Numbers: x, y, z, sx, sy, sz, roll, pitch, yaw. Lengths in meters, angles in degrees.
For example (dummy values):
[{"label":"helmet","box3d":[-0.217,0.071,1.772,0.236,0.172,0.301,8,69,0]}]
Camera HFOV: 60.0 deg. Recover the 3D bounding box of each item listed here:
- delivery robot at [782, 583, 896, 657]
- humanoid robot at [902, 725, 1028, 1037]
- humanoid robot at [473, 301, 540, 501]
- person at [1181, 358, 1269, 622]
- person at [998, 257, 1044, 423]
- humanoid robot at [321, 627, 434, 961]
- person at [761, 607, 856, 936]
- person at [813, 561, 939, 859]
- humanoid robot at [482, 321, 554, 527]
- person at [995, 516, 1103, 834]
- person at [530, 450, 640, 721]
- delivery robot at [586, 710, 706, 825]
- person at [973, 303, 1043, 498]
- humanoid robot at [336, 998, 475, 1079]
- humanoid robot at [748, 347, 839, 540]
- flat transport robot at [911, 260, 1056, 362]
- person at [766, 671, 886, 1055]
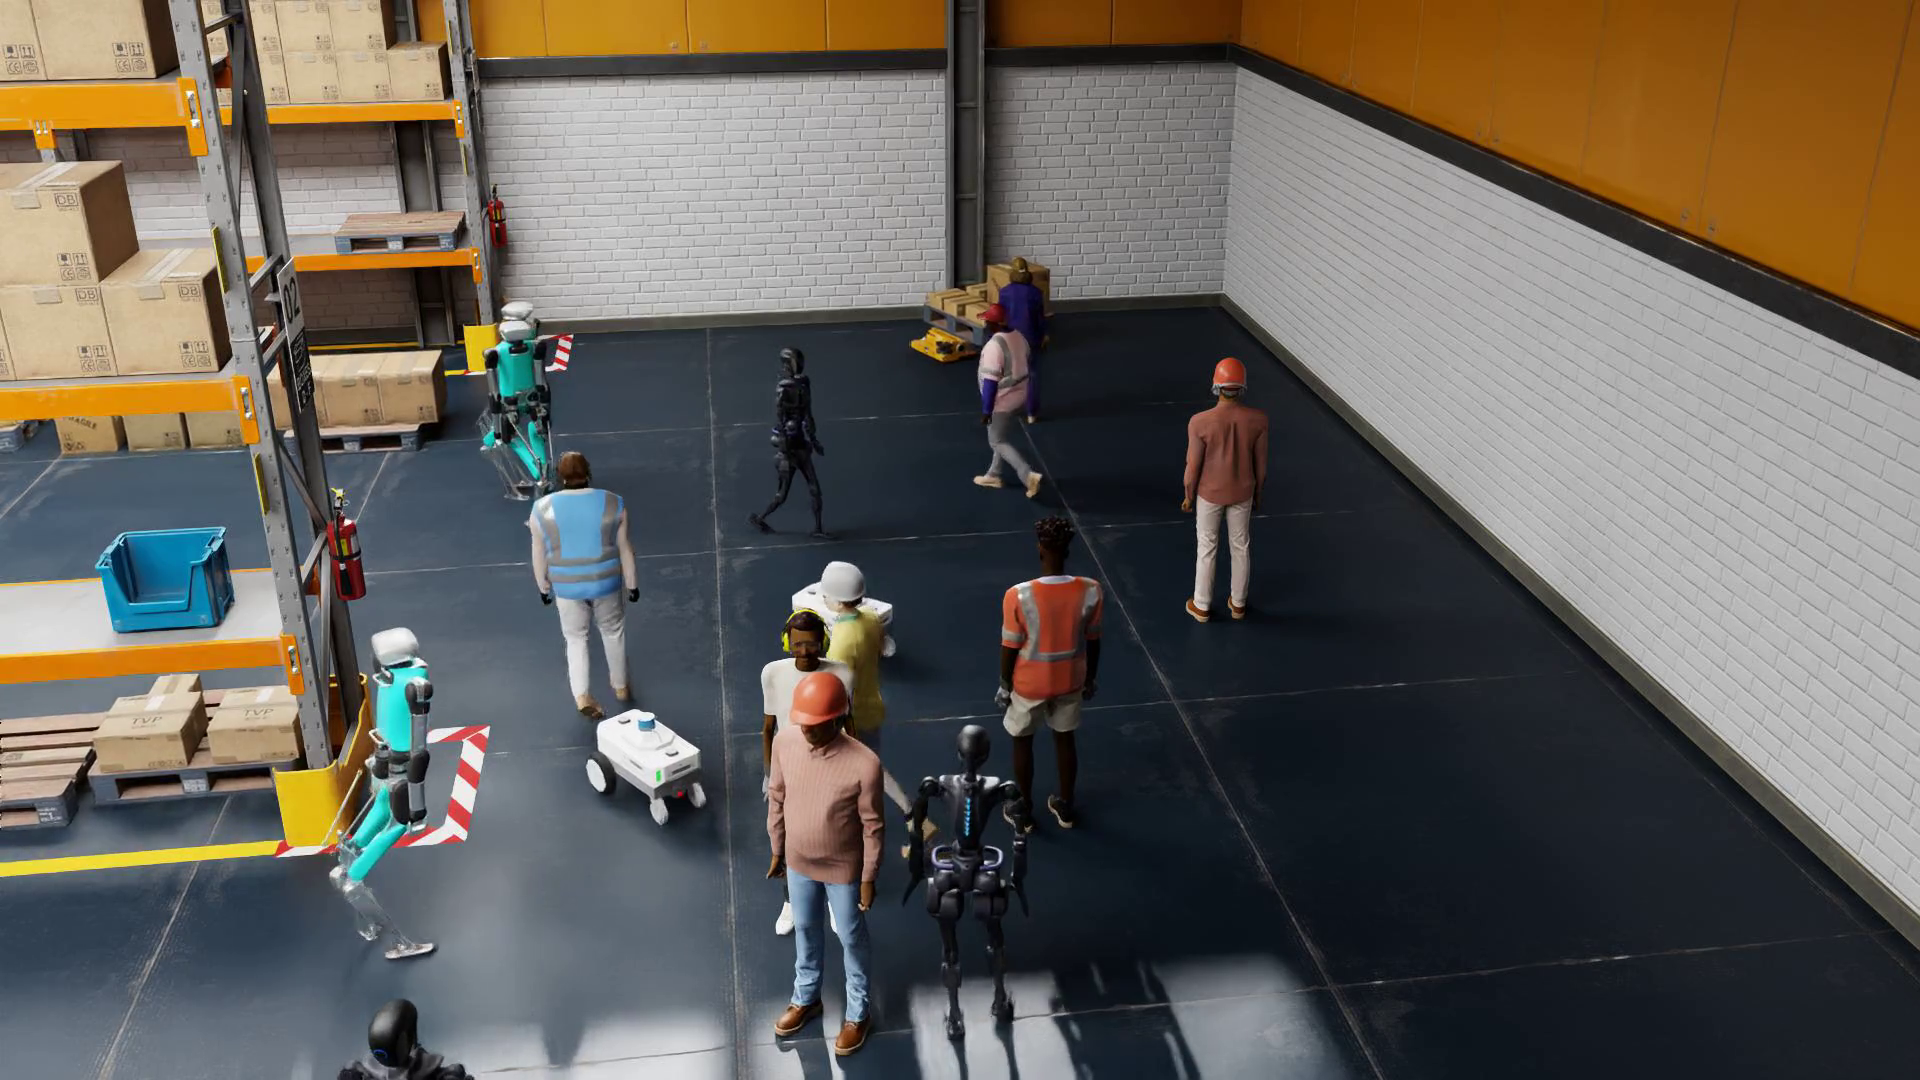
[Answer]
[{"label":"delivery robot","box3d":[-0.845,0.574,11.755,0.816,0.612,0.499,15,28,30]},{"label":"humanoid robot","box3d":[0.024,1.611,7.977,0.611,1.652,0.389,0,24,1]},{"label":"humanoid robot","box3d":[-3.904,-1.195,14.235,0.692,1.743,0.531,4,24,9]},{"label":"person","box3d":[1.910,-0.354,12.058,0.610,1.995,0.376,-3,24,-7]},{"label":"person","box3d":[0.570,-1.945,16.157,0.484,1.607,0.412,0,24,1]},{"label":"humanoid robot","box3d":[-3.017,1.353,8.493,0.782,1.770,0.538,-18,30,-36]},{"label":"person","box3d":[-0.778,1.215,8.652,0.509,1.862,0.329,-1,24,-2]},{"label":"person","box3d":[-0.539,0.971,9.202,0.798,1.868,0.484,11,26,23]},{"label":"humanoid robot","box3d":[-3.496,-0.875,13.582,0.541,1.799,0.763,-19,30,-36]},{"label":"person","box3d":[0.508,0.788,9.512,0.628,1.949,0.382,-8,25,-18]},{"label":"person","box3d":[-2.414,0.315,10.771,0.666,1.810,0.715,-5,24,-11]},{"label":"delivery robot","box3d":[-1.885,1.323,10.042,0.499,0.606,0.805,-21,31,-39]},{"label":"person","box3d":[0.436,-1.191,14.305,0.718,1.722,0.657,14,27,29]},{"label":"humanoid robot","box3d":[-2.032,2.392,6.246,0.616,1.620,0.784,0,24,0]},{"label":"humanoid robot","box3d":[-1.376,-0.777,13.476,0.761,1.638,0.593,9,25,20]},{"label":"flat transport robot","box3d":[0.233,-2.257,18.539,1.431,0.231,0.659,-15,28,-30]},{"label":"person","box3d":[-0.638,1.504,7.825,0.610,1.996,0.377,11,26,24]}]
